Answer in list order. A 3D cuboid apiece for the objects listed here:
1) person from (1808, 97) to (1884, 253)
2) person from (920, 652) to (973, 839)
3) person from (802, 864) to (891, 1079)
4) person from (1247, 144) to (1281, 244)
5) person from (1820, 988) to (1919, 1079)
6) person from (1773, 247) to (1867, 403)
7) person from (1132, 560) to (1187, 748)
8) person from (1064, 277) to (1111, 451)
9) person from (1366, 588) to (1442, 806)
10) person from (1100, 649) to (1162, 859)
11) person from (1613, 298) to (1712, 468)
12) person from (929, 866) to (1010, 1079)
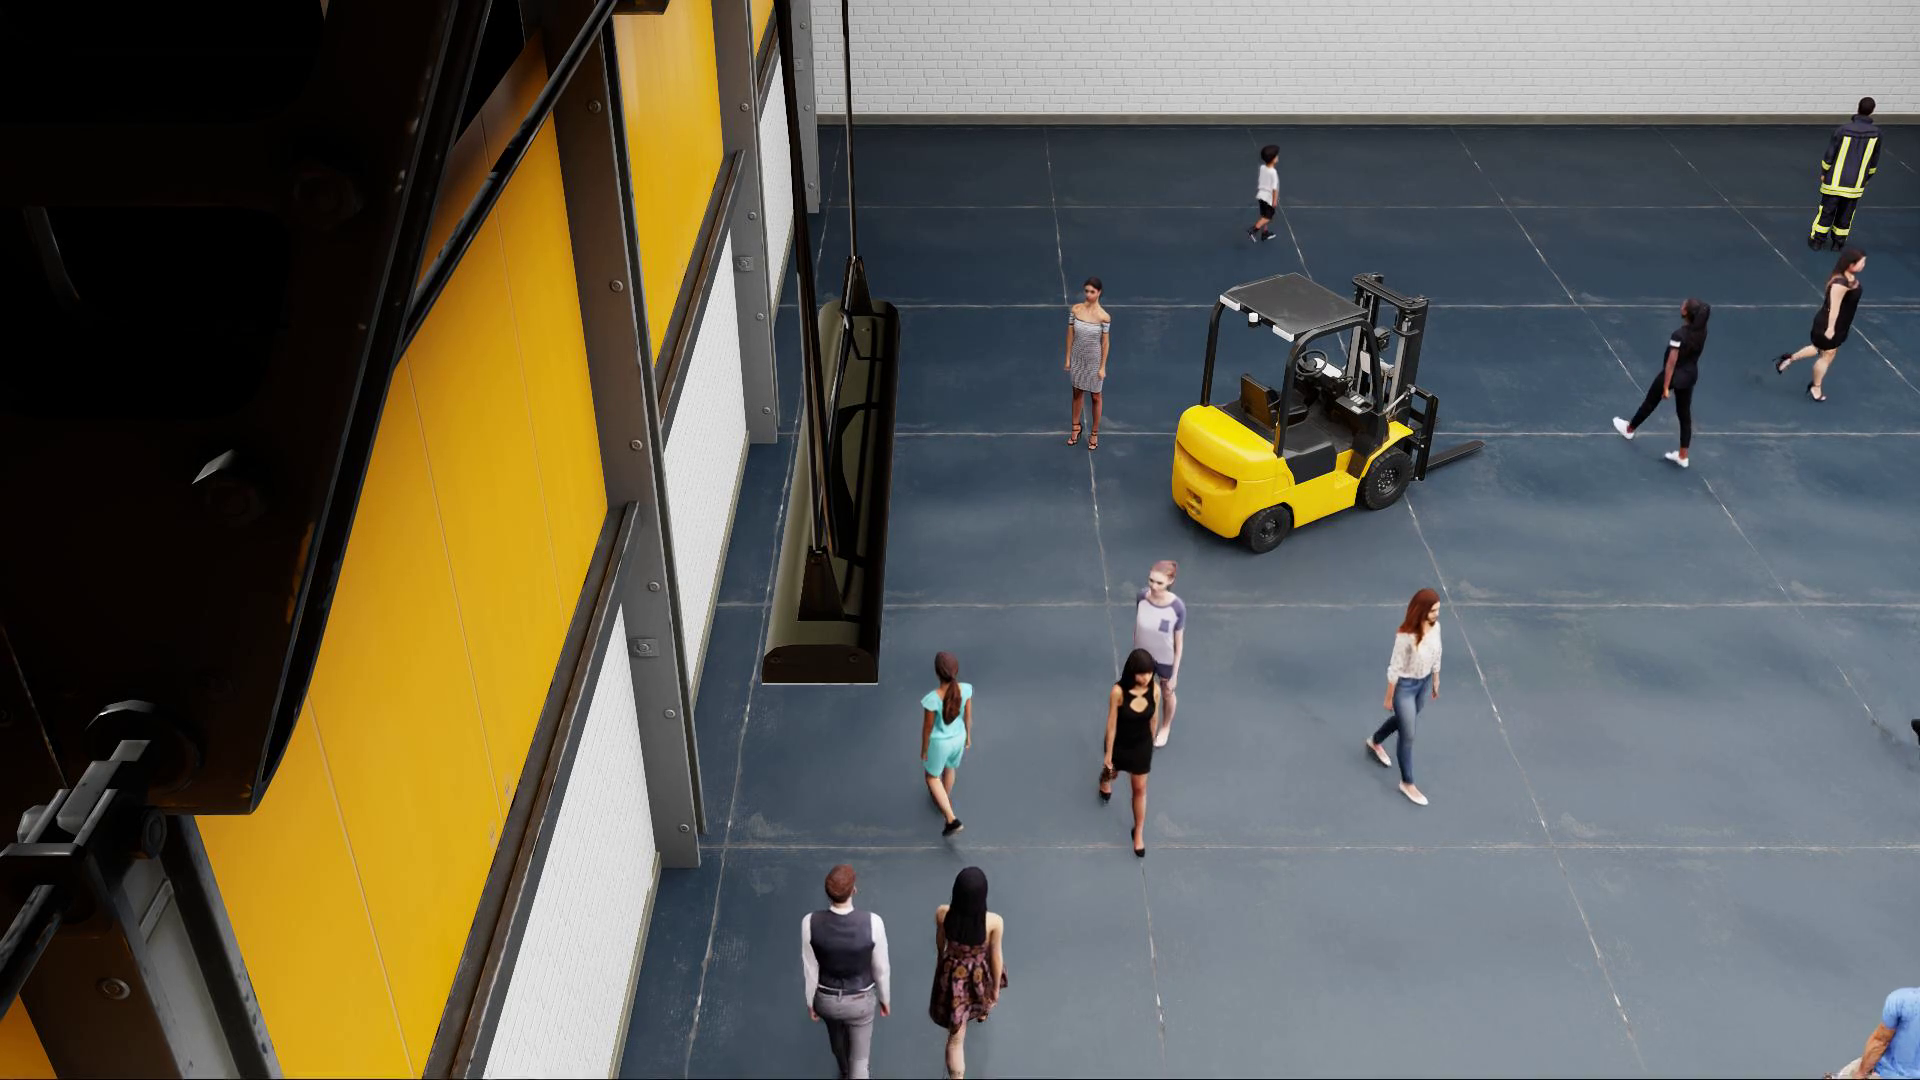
[{"bbox_3d":[10.880,-4.486,20.405,0.856,1.927,0.781,9,35,13],"label":"person"},{"bbox_3d":[-0.084,1.455,11.811,0.788,1.545,0.973,-15,37,-22],"label":"person"},{"bbox_3d":[-0.672,2.719,9.591,0.710,1.898,1.235,3,34,5],"label":"person"},{"bbox_3d":[3.793,-4.295,20.729,0.717,1.251,0.727,-15,36,-21],"label":"person"},{"bbox_3d":[5.211,3.031,9.183,0.896,1.830,1.208,10,35,15],"label":"person"},{"bbox_3d":[8.940,-2.245,17.237,0.935,1.703,0.921,18,38,25],"label":"person"},{"bbox_3d":[1.529,0.849,12.544,0.860,1.744,0.993,18,37,25],"label":"person"},{"bbox_3d":[1.260,-1.736,16.364,0.672,1.821,0.671,16,37,23],"label":"person"},{"bbox_3d":[3.279,1.050,12.274,0.899,1.707,1.057,-19,38,-26],"label":"person"},{"bbox_3d":[1.164,1.422,11.793,0.653,1.622,1.018,-5,34,-7],"label":"person"},{"bbox_3d":[7.025,-1.504,16.134,0.959,1.690,1.224,-14,36,-20],"label":"person"},{"bbox_3d":[0.024,2.682,9.811,0.703,1.717,1.183,4,34,6],"label":"person"}]
